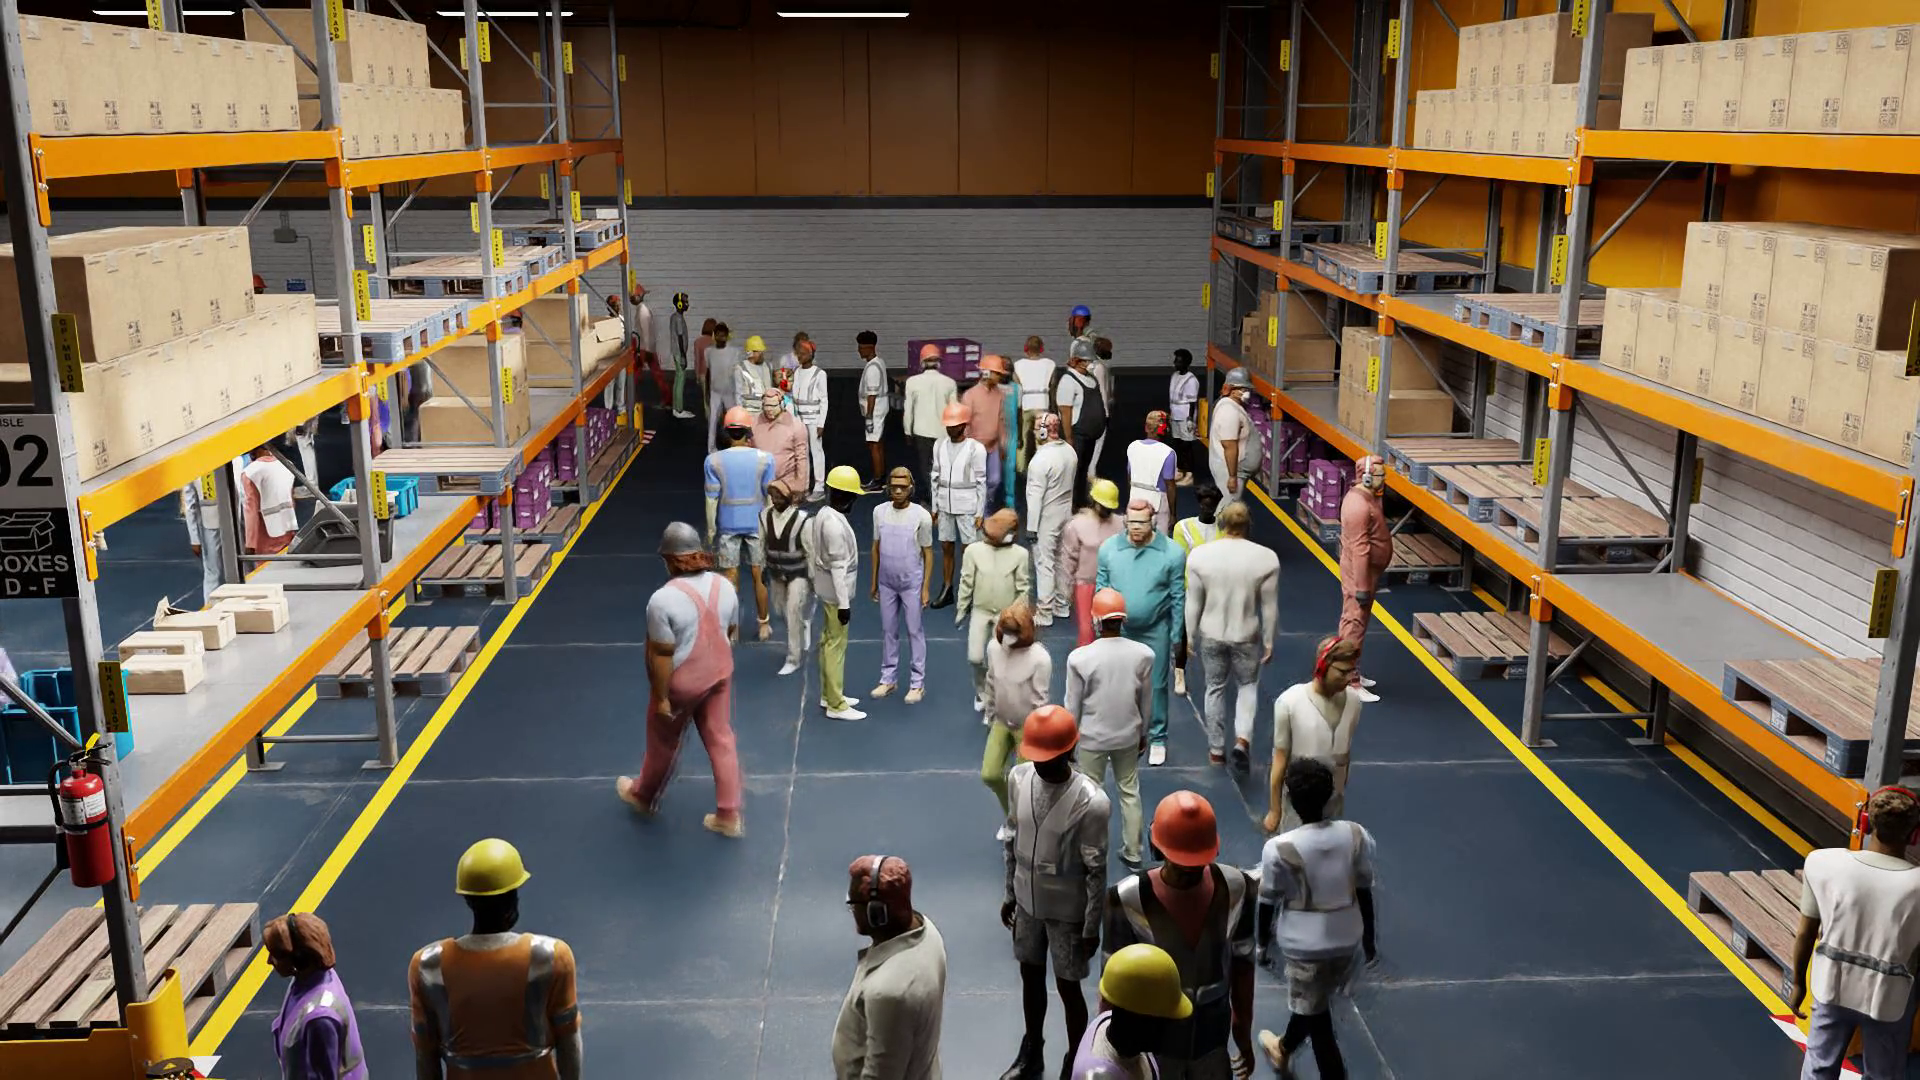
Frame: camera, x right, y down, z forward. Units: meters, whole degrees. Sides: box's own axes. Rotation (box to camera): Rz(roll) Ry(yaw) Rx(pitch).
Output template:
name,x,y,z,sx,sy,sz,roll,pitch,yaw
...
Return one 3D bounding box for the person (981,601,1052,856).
name,x,y,z,sx,sy,sz,roll,pitch,yaw
person,0.330,1.145,10.072,0.499,1.617,0.342,11,18,36

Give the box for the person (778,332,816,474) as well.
name,x,y,z,sx,sy,sz,roll,pitch,yaw
person,-2.095,-1.763,21.171,0.557,1.784,0.962,-9,17,-31

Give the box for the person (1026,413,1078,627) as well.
name,x,y,z,sx,sy,sz,roll,pitch,yaw
person,0.775,-0.186,14.736,0.399,1.900,0.644,9,17,32

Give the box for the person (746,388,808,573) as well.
name,x,y,z,sx,sy,sz,roll,pitch,yaw
person,-1.792,-0.551,16.198,0.632,1.892,0.394,5,15,17

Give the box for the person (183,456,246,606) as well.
name,x,y,z,sx,sy,sz,roll,pitch,yaw
person,-6.389,-0.091,14.348,0.405,1.909,0.597,8,17,30

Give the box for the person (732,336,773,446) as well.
name,x,y,z,sx,sy,sz,roll,pitch,yaw
person,-2.490,-1.585,20.356,0.404,1.831,0.600,13,19,41

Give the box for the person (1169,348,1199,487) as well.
name,x,y,z,sx,sy,sz,roll,pitch,yaw
person,2.718,-1.496,20.296,0.320,1.690,0.537,-6,15,-22

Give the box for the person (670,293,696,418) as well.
name,x,y,z,sx,sy,sz,roll,pitch,yaw
person,-4.181,-2.768,24.928,0.309,1.868,0.535,-5,15,-18

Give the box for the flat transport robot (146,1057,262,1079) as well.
name,x,y,z,sx,sy,sz,roll,pitch,yaw
flat transport robot,-3.375,2.630,6.922,0.652,0.197,1.431,1,14,3

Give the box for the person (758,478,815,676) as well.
name,x,y,z,sx,sy,sz,roll,pitch,yaw
person,-1.360,0.255,13.571,0.528,1.617,0.593,7,16,25

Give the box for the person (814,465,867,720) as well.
name,x,y,z,sx,sy,sz,roll,pitch,yaw
person,-0.897,0.388,12.440,0.382,1.918,0.585,-3,15,-11

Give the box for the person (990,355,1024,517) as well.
name,x,y,z,sx,sy,sz,roll,pitch,yaw
person,0.463,-1.204,18.891,0.521,1.828,0.694,-4,15,-16

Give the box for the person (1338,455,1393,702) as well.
name,x,y,z,sx,sy,sz,roll,pitch,yaw
person,3.127,0.283,12.875,0.407,1.910,0.639,3,15,11

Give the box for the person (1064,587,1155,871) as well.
name,x,y,z,sx,sy,sz,roll,pitch,yaw
person,0.870,1.133,9.874,0.557,1.742,0.357,-5,15,-20

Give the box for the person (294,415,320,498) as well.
name,x,y,z,sx,sy,sz,roll,pitch,yaw
person,-7.802,-1.440,19.692,0.346,1.879,0.584,-5,15,-18

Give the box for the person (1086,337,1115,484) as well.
name,x,y,z,sx,sy,sz,roll,pitch,yaw
person,1.693,-1.627,20.590,0.433,1.809,0.739,-1,14,-5

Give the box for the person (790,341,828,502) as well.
name,x,y,z,sx,sy,sz,roll,pitch,yaw
person,-1.791,-1.399,19.524,0.575,1.884,0.355,12,19,40

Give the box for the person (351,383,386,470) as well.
name,x,y,z,sx,sy,sz,roll,pitch,yaw
person,-7.556,-1.867,21.169,0.613,1.984,0.409,4,15,16

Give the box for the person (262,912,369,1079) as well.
name,x,y,z,sx,sy,sz,roll,pitch,yaw
person,-2.354,2.132,6.171,0.318,1.631,0.524,-7,16,-26

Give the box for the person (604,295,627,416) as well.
name,x,y,z,sx,sy,sz,roll,pitch,yaw
person,-5.057,-2.650,24.437,0.347,1.882,0.584,9,17,32

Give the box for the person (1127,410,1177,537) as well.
name,x,y,z,sx,sy,sz,roll,pitch,yaw
person,1.747,-0.267,15.172,0.390,1.839,0.564,-12,19,-40

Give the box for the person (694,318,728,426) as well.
name,x,y,z,sx,sy,sz,roll,pitch,yaw
person,-3.556,-2.377,23.893,0.531,1.604,0.543,-2,14,-7

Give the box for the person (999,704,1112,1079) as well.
name,x,y,z,sx,sy,sz,roll,pitch,yaw
person,0.406,1.645,7.504,0.549,1.926,0.388,12,18,39

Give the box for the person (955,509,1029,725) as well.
name,x,y,z,sx,sy,sz,roll,pitch,yaw
person,0.242,0.564,12.365,0.553,1.607,0.481,0,14,-1

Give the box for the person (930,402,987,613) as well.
name,x,y,z,sx,sy,sz,roll,pitch,yaw
person,-0.034,-0.294,15.083,0.553,1.933,0.368,8,16,29

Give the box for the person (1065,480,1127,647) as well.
name,x,y,z,sx,sy,sz,roll,pitch,yaw
person,1.095,0.372,12.930,0.530,1.706,0.886,-3,15,-12

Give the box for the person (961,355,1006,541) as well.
name,x,y,z,sx,sy,sz,roll,pitch,yaw
person,0.184,-0.986,17.732,0.544,1.982,0.759,12,18,39

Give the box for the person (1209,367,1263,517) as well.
name,x,y,z,sx,sy,sz,roll,pitch,yaw
person,2.740,-0.720,16.543,0.536,2.000,0.683,1,14,4

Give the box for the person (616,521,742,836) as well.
name,x,y,z,sx,sy,sz,roll,pitch,yaw
person,-1.754,0.825,10.480,1.008,2.000,0.706,13,19,41

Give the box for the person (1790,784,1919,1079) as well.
name,x,y,z,sx,sy,sz,roll,pitch,yaw
person,3.660,1.881,6.743,0.562,1.837,0.388,11,18,38

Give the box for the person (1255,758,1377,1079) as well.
name,x,y,z,sx,sy,sz,roll,pitch,yaw
person,1.577,1.785,7.484,0.543,1.632,0.846,-6,16,-23

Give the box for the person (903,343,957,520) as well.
name,x,y,z,sx,sy,sz,roll,pitch,yaw
person,-0.293,-1.196,18.597,0.629,1.956,0.892,-5,15,-19

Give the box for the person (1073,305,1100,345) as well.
name,x,y,z,sx,sy,sz,roll,pitch,yaw
person,1.751,-2.260,22.852,0.481,1.919,0.661,-3,15,-11

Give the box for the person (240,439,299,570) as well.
name,x,y,z,sx,sy,sz,roll,pitch,yaw
person,-5.855,-0.048,14.181,0.399,1.906,0.603,4,15,13

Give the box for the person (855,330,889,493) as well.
name,x,y,z,sx,sy,sz,roll,pitch,yaw
person,-1.049,-1.531,19.909,0.386,1.955,0.612,1,14,4

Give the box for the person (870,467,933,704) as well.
name,x,y,z,sx,sy,sz,roll,pitch,yaw
person,-0.459,0.343,12.760,0.513,1.846,0.333,7,16,24

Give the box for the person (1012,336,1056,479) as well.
name,x,y,z,sx,sy,sz,roll,pitch,yaw
person,0.893,-1.607,20.489,0.570,1.804,0.760,-2,14,-8

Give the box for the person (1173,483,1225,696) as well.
name,x,y,z,sx,sy,sz,roll,pitch,yaw
person,1.890,0.380,12.922,0.531,1.692,0.320,-2,14,-6

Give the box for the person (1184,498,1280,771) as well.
name,x,y,z,sx,sy,sz,roll,pitch,yaw
person,1.837,0.673,11.325,0.635,1.924,0.558,2,14,9

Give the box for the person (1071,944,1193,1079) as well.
name,x,y,z,sx,sy,sz,roll,pitch,yaw
person,0.528,2.186,5.395,0.400,1.915,0.591,3,15,10

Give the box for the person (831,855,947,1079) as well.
name,x,y,z,sx,sy,sz,roll,pitch,yaw
person,-0.261,2.035,6.031,0.402,1.896,0.652,2,14,7

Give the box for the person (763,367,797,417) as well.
name,x,y,z,sx,sy,sz,roll,pitch,yaw
person,-1.913,-0.917,17.709,0.372,1.843,0.570,-10,17,-34

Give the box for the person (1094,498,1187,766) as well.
name,x,y,z,sx,sy,sz,roll,pitch,yaw
person,1.237,0.631,11.534,0.650,1.899,0.399,5,15,17

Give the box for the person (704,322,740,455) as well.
name,x,y,z,sx,sy,sz,roll,pitch,yaw
person,-3.096,-1.948,21.779,0.543,1.844,0.795,1,14,5

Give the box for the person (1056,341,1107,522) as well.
name,x,y,z,sx,sy,sz,roll,pitch,yaw
person,1.367,-1.211,18.472,0.541,2.000,0.682,8,17,30

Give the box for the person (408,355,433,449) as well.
name,x,y,z,sx,sy,sz,roll,pitch,yaw
person,-7.104,-1.950,21.993,0.580,1.729,0.612,-11,18,-38

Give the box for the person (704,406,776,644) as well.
name,x,y,z,sx,sy,sz,roll,pitch,yaw
person,-1.871,-0.128,14.221,0.612,2.039,0.392,-3,15,-12

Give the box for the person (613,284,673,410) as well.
name,x,y,z,sx,sy,sz,roll,pitch,yaw
person,-4.916,-2.944,25.475,1.047,1.930,0.605,0,14,-2

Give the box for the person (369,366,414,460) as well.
name,x,y,z,sx,sy,sz,roll,pitch,yaw
person,-7.354,-1.927,21.285,0.990,2.000,0.694,-13,19,-42

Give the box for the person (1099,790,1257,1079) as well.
name,x,y,z,sx,sy,sz,roll,pitch,yaw
person,0.834,1.894,6.315,0.612,2.030,0.403,-3,15,-12

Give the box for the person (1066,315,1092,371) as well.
name,x,y,z,sx,sy,sz,roll,pitch,yaw
person,1.571,-2.055,22.122,0.364,1.878,0.584,6,15,22

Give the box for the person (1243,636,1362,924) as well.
name,x,y,z,sx,sy,sz,roll,pitch,yaw
person,1.817,1.357,8.836,0.606,1.815,0.623,-7,16,-26

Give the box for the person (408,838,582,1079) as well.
name,x,y,z,sx,sy,sz,roll,pitch,yaw
person,-1.669,2.008,6.069,0.590,1.923,0.384,-2,14,-7
